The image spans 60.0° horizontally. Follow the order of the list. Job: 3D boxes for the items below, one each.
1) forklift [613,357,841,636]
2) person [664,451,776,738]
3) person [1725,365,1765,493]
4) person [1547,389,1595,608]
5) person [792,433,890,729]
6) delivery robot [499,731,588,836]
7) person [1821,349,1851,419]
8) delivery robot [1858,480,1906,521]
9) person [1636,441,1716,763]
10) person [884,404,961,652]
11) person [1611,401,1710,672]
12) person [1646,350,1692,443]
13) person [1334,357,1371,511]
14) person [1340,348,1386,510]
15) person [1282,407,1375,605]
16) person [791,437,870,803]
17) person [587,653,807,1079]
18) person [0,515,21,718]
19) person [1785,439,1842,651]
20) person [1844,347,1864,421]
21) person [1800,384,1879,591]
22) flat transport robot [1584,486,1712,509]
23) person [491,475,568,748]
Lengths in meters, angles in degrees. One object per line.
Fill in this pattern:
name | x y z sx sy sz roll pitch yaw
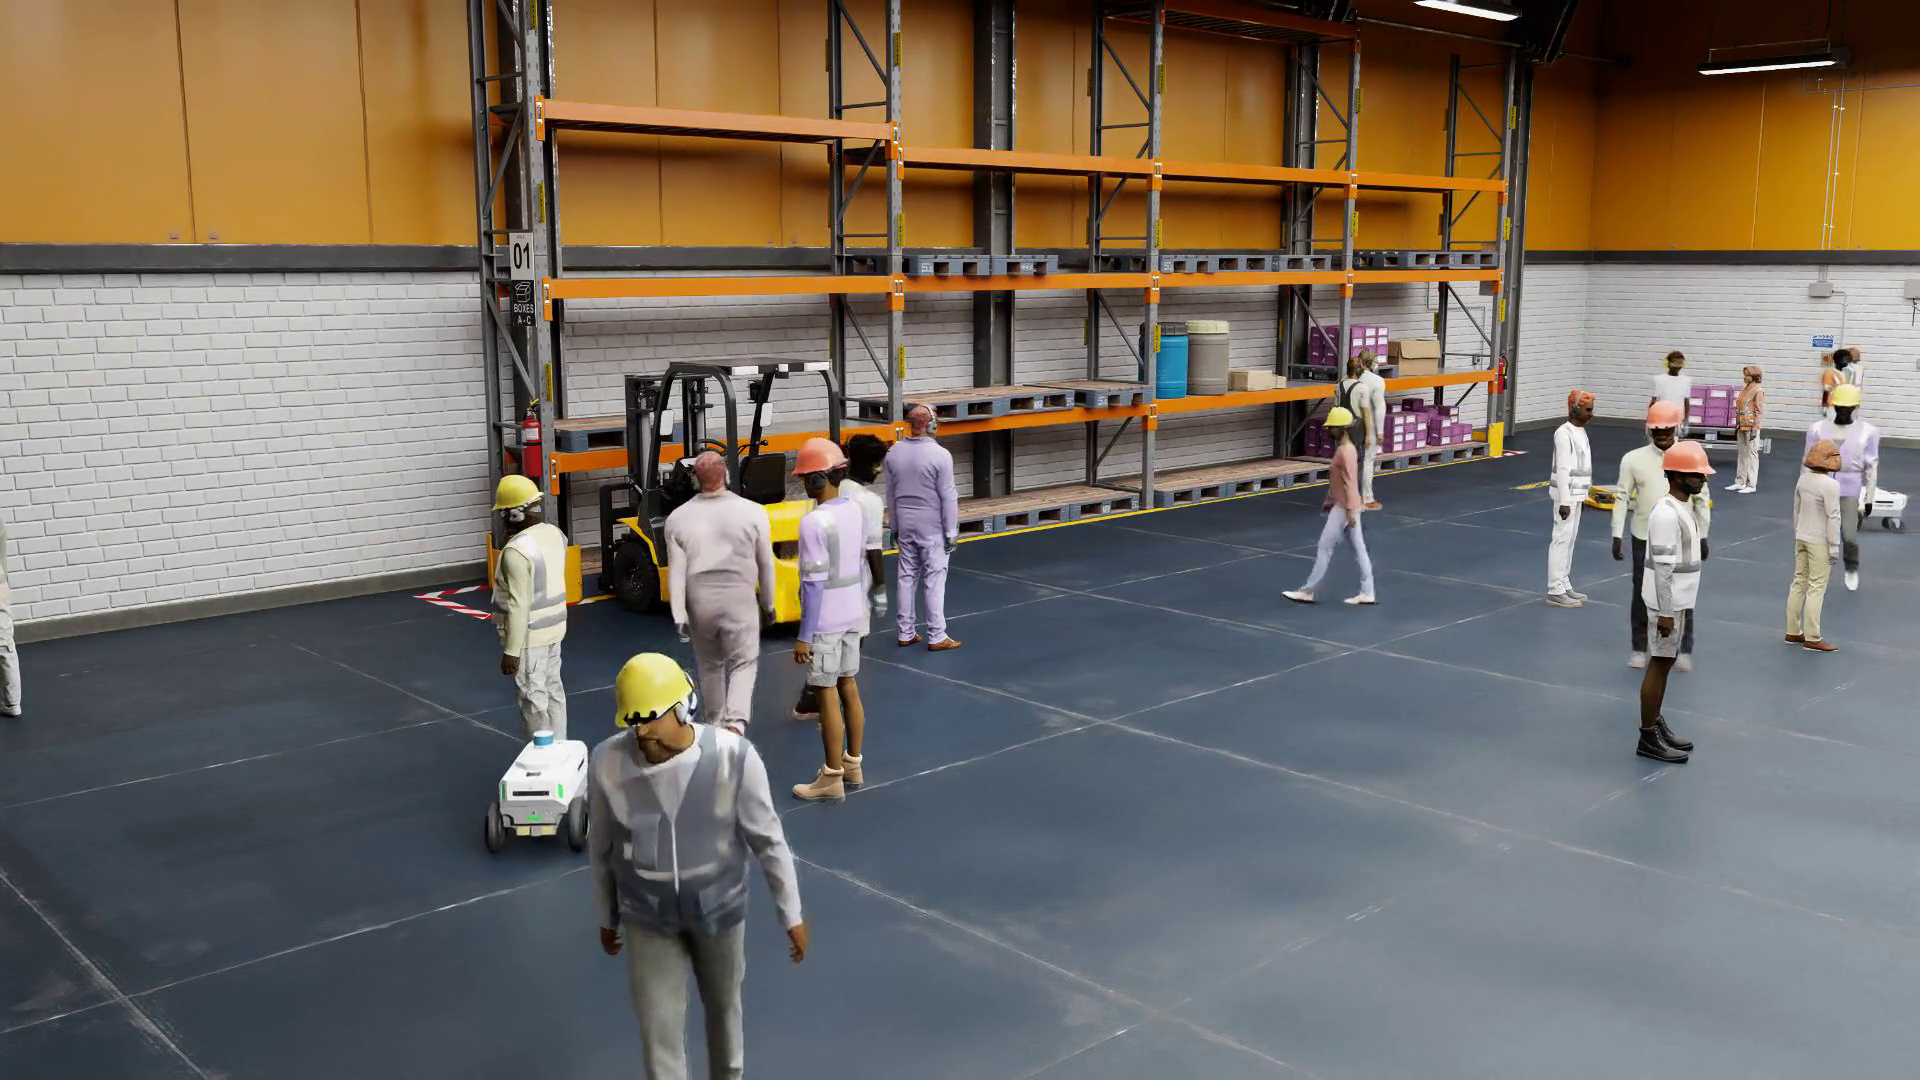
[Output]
forklift | -1.847 -0.414 13.852 1.214 2.155 2.313 -9 13 -42
person | -1.434 0.409 9.961 0.638 1.879 0.830 0 10 0
person | 10.124 -1.422 21.368 0.307 1.644 0.514 0 10 -3
person | 5.318 -0.366 14.474 0.352 1.886 0.574 6 11 32
person | -0.725 0.268 10.640 0.466 1.923 0.645 -8 13 -40
delivery robot | -2.167 1.241 8.684 0.477 0.478 0.707 0 10 -3
person | 12.793 -1.947 24.272 0.553 1.687 0.354 -5 11 -29
delivery robot | 10.043 -0.419 18.403 0.707 0.478 0.477 2 10 12
person | 4.317 0.364 10.051 0.358 1.937 0.548 6 11 30
person | -0.266 -0.095 12.832 0.648 1.907 0.409 7 12 36
person | 5.149 -0.033 12.242 0.669 1.980 0.443 4 11 23
person | 9.047 -1.505 21.283 0.510 1.848 0.495 1 10 4
person | 4.689 -1.265 19.865 0.345 1.844 0.507 -8 12 -39
person | 4.819 -1.324 19.942 0.369 1.935 0.630 -8 12 -38
person | 3.238 -0.287 14.465 0.865 1.729 0.525 3 10 16
person | -0.746 0.445 9.276 0.381 2.042 0.604 4 11 24
person | -0.863 1.231 5.447 0.705 1.772 0.867 -1 10 -7
person | -6.327 0.398 10.730 0.313 1.638 0.513 2 10 10
person | 6.624 0.035 12.855 0.280 1.636 0.501 -1 10 -6
person | 13.792 -2.169 25.757 0.520 1.639 0.312 -8 12 -38
person | 7.800 -0.439 14.805 0.607 1.915 0.582 8 13 39
flat transport robot | 8.272 -0.531 20.160 1.431 0.197 0.652 -1 10 -8
person | -2.428 0.536 9.377 0.403 1.823 0.588 2 10 10
